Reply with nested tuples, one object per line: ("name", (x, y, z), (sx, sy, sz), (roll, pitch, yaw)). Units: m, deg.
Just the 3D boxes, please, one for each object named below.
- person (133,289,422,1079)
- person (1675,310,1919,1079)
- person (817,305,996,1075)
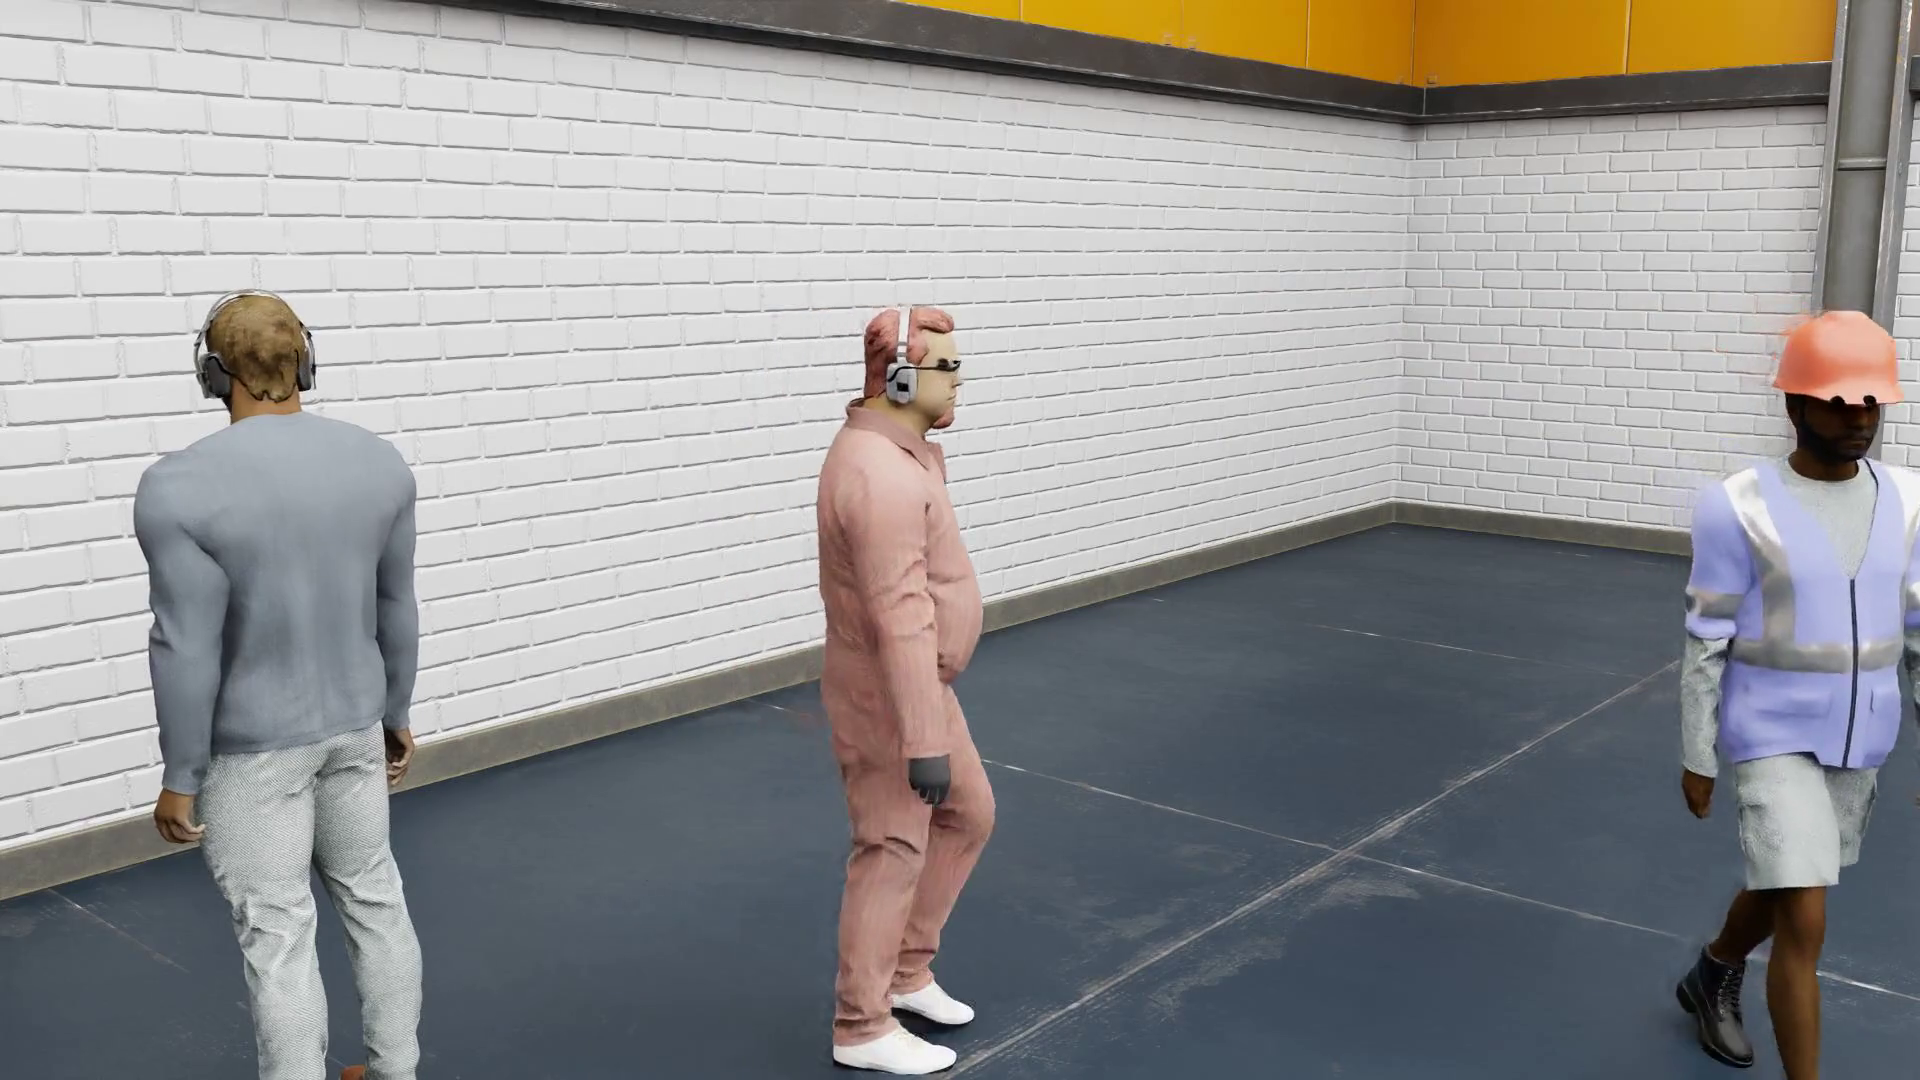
("person", (-1.440, 0.434, 3.604), (0.351, 1.936, 0.634), (7, 12, 33))
("person", (1.915, 0.425, 3.799), (0.559, 1.904, 0.970), (-1, 10, -5))
("person", (-0.095, 0.382, 4.038), (0.515, 1.886, 0.668), (0, 10, -2))
